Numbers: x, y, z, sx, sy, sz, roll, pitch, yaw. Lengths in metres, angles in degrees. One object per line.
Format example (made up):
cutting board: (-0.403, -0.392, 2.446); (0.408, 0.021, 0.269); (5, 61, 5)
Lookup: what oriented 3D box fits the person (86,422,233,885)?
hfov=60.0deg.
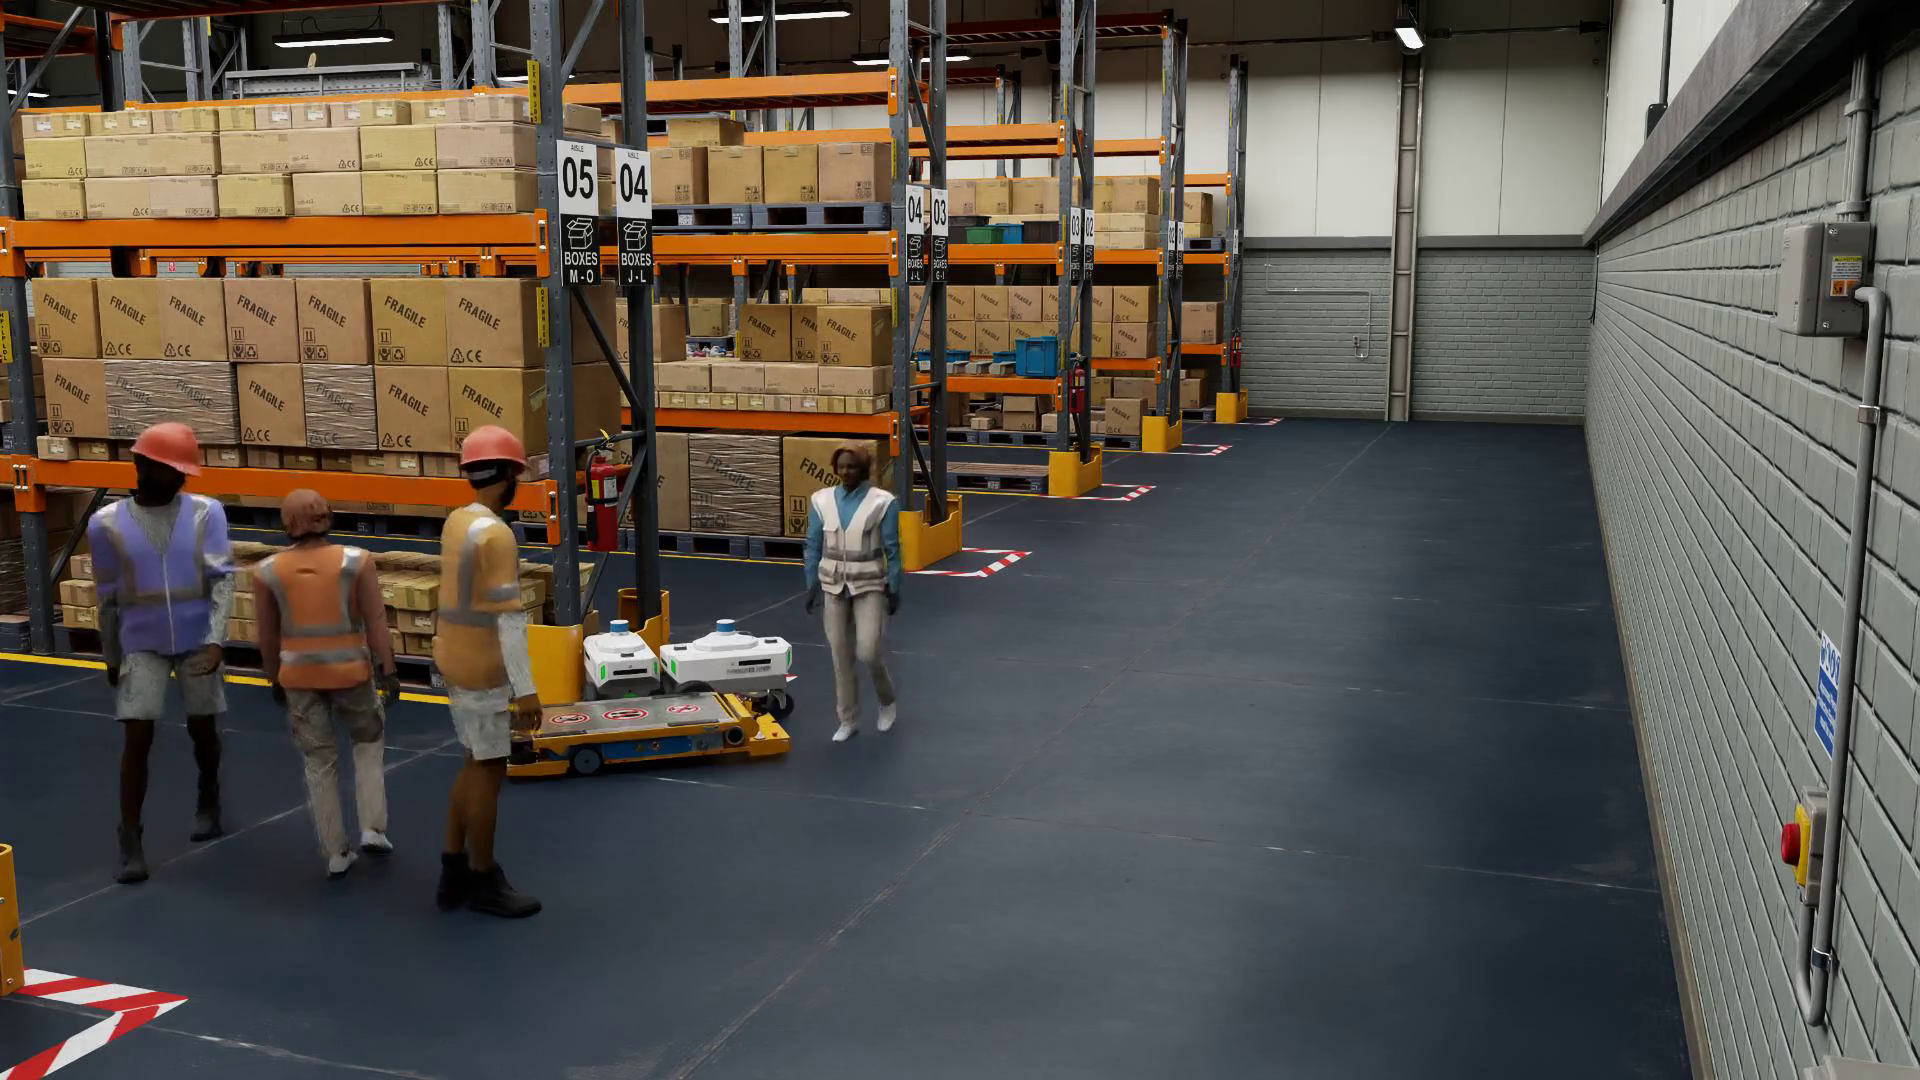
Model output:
person: (-3.383, 0.433, 7.088); (0.544, 1.888, 0.688); (-5, 10, -28)

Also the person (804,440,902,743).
person: (-0.571, 0.280, 8.874); (0.513, 1.627, 0.357); (3, 10, 19)

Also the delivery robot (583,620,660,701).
delivery robot: (-1.905, 0.692, 9.333); (0.477, 0.478, 0.707); (-3, 10, -20)

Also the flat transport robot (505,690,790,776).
flat transport robot: (-1.655, 0.990, 8.650); (1.431, 0.197, 0.652); (-3, 10, -19)

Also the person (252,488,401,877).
person: (-2.622, 0.590, 6.932); (0.572, 1.611, 0.417); (-2, 9, -10)

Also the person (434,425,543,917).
person: (-1.836, 0.522, 6.491); (0.447, 1.915, 0.716); (-5, 11, -30)

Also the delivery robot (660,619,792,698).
delivery robot: (-1.311, 0.690, 9.345); (0.707, 0.478, 0.477); (-3, 10, -21)
